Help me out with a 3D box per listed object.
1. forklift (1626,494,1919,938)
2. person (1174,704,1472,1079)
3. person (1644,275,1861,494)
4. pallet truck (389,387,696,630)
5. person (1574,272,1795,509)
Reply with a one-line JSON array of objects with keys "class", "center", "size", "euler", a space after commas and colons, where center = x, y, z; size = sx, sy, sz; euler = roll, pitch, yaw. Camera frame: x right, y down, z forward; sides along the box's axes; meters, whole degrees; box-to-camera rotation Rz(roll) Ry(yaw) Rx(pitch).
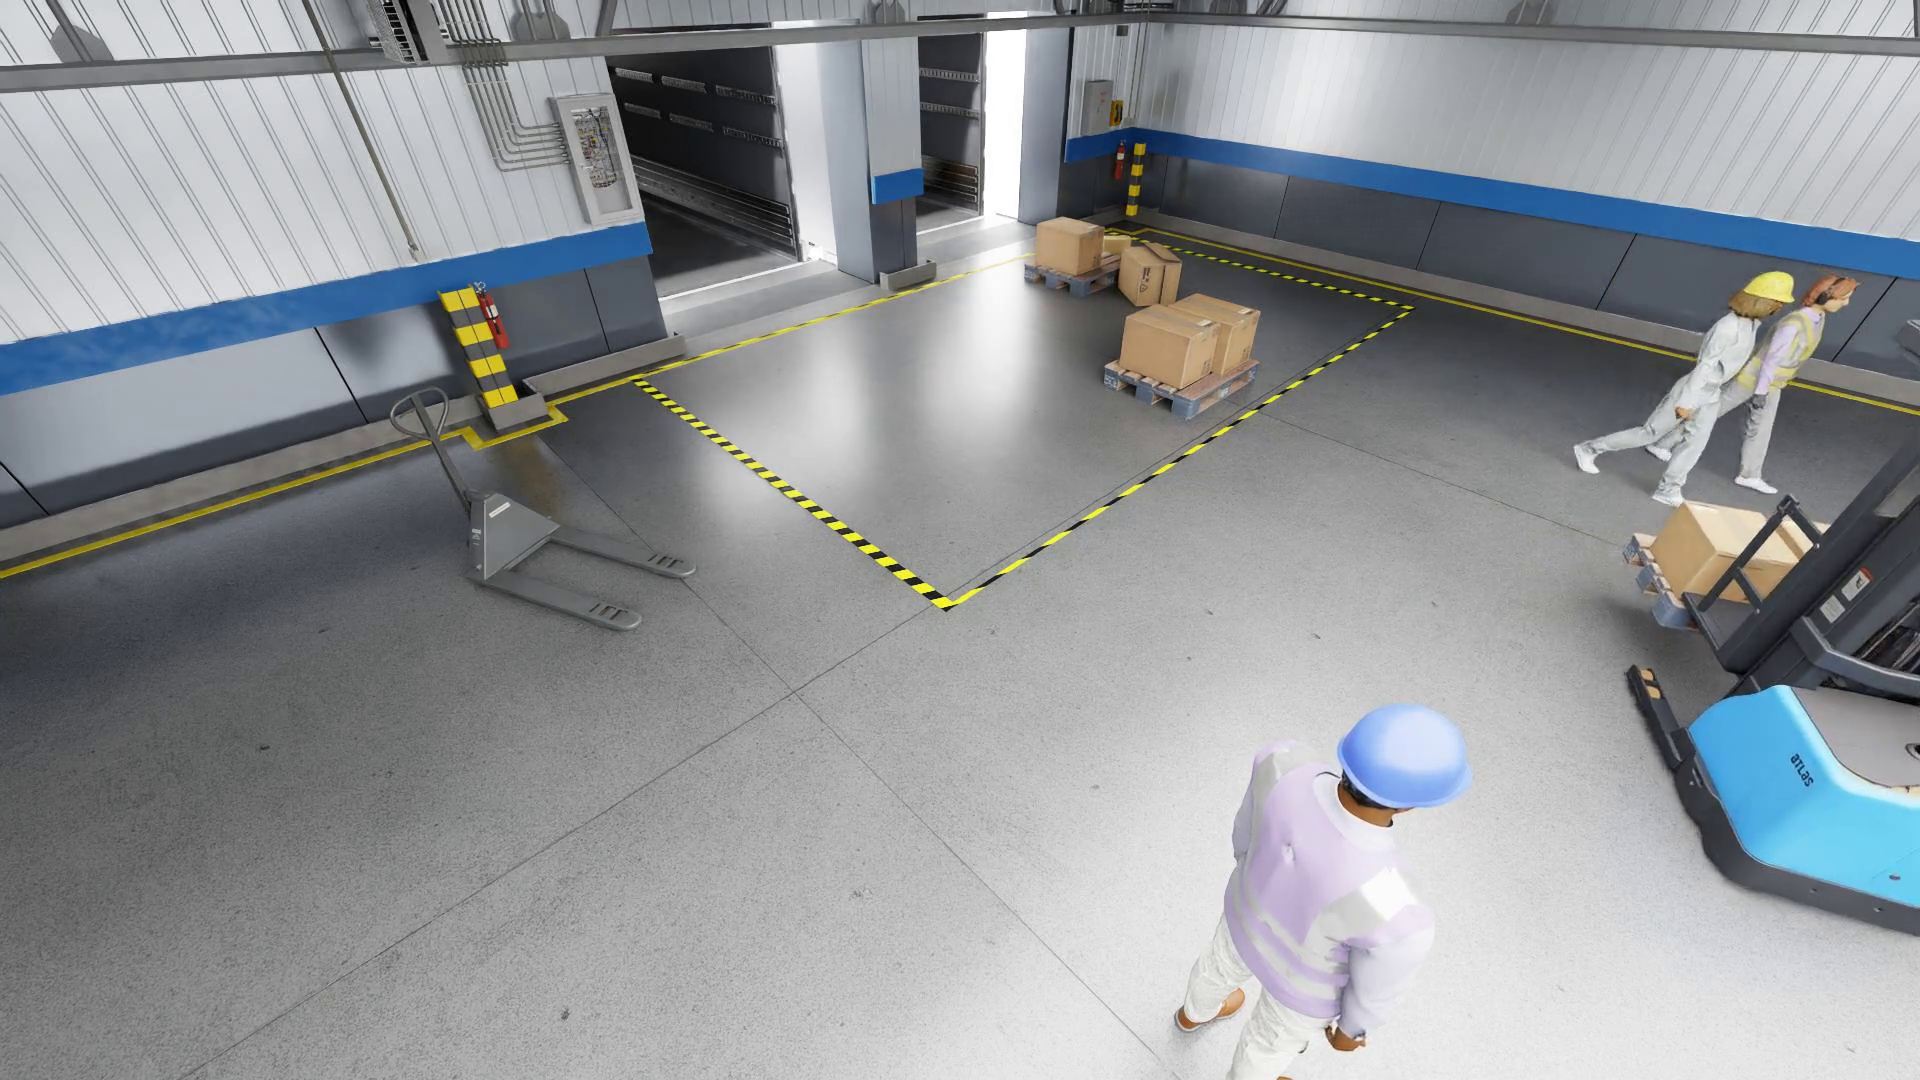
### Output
[{"class": "forklift", "center": [3.874, 0.572, 2.878], "size": [0.716, 2.013, 0.776], "euler": [14, 40, 17]}, {"class": "person", "center": [0.992, 1.171, 2.179], "size": [0.381, 1.948, 0.602], "euler": [-10, 39, -13]}, {"class": "person", "center": [6.034, -1.156, 5.473], "size": [0.537, 1.587, 0.853], "euler": [-17, 41, -21]}, {"class": "pallet truck", "center": [-2.613, -0.247, 4.593], "size": [1.601, 1.201, 0.680], "euler": [14, 40, 17]}, {"class": "person", "center": [5.265, -1.080, 5.283], "size": [0.493, 1.702, 0.864], "euler": [-18, 41, -22]}]
